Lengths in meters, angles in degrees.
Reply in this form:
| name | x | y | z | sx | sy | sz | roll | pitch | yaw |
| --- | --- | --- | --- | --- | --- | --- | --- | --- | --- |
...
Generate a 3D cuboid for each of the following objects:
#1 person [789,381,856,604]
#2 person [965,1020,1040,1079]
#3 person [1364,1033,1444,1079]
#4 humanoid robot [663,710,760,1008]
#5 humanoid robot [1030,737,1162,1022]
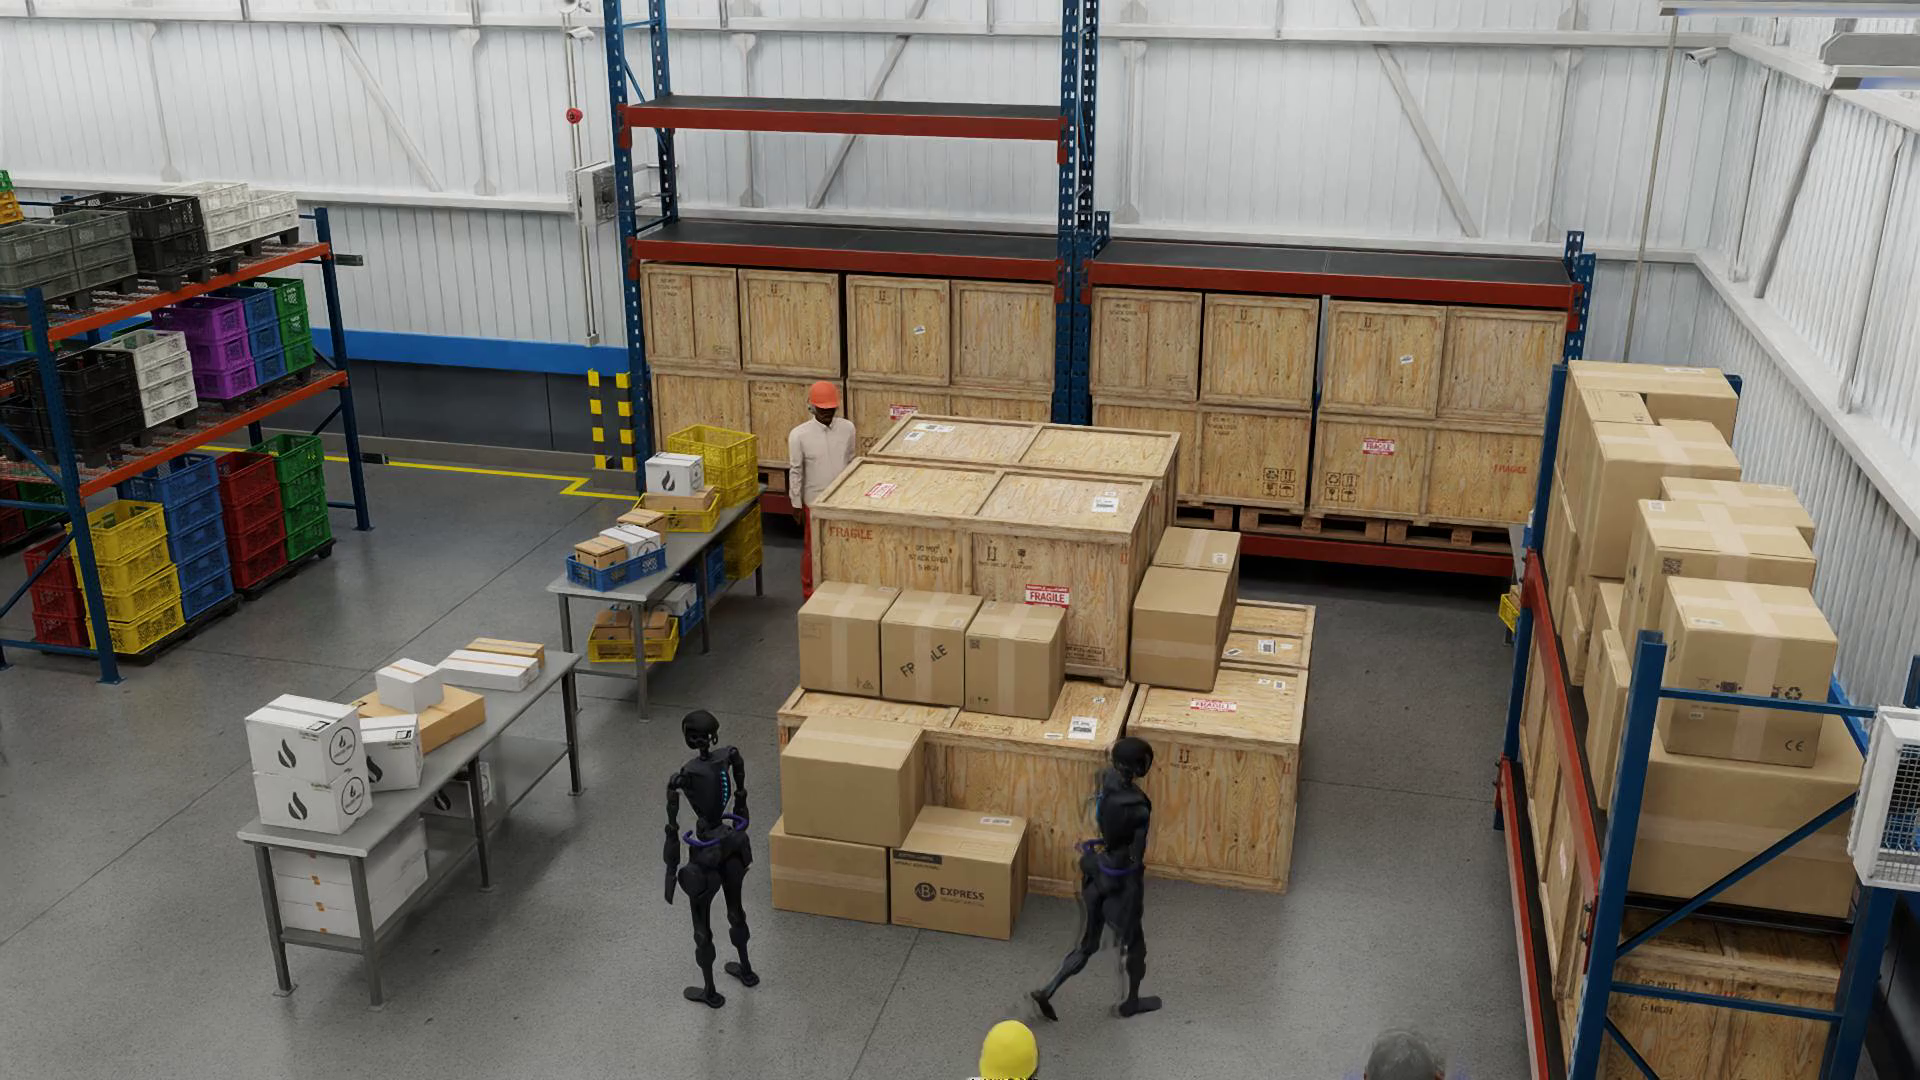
| name | x | y | z | sx | sy | sz | roll | pitch | yaw |
| --- | --- | --- | --- | --- | --- | --- | --- | --- | --- |
| person | -1.084 | -0.331 | 13.495 | 0.624 | 1.992 | 0.385 | -13 | 24 | -30 |
| person | 0.172 | 2.554 | 6.265 | 0.539 | 1.765 | 0.323 | 6 | 22 | 16 |
| person | 1.499 | 2.560 | 5.871 | 0.689 | 2.000 | 0.621 | 4 | 21 | 11 |
| humanoid robot | -1.303 | 1.648 | 8.755 | 0.316 | 1.652 | 0.570 | 16 | 26 | 36 |
| humanoid robot | 0.717 | 1.744 | 8.528 | 0.657 | 1.628 | 0.590 | -10 | 23 | -24 |
